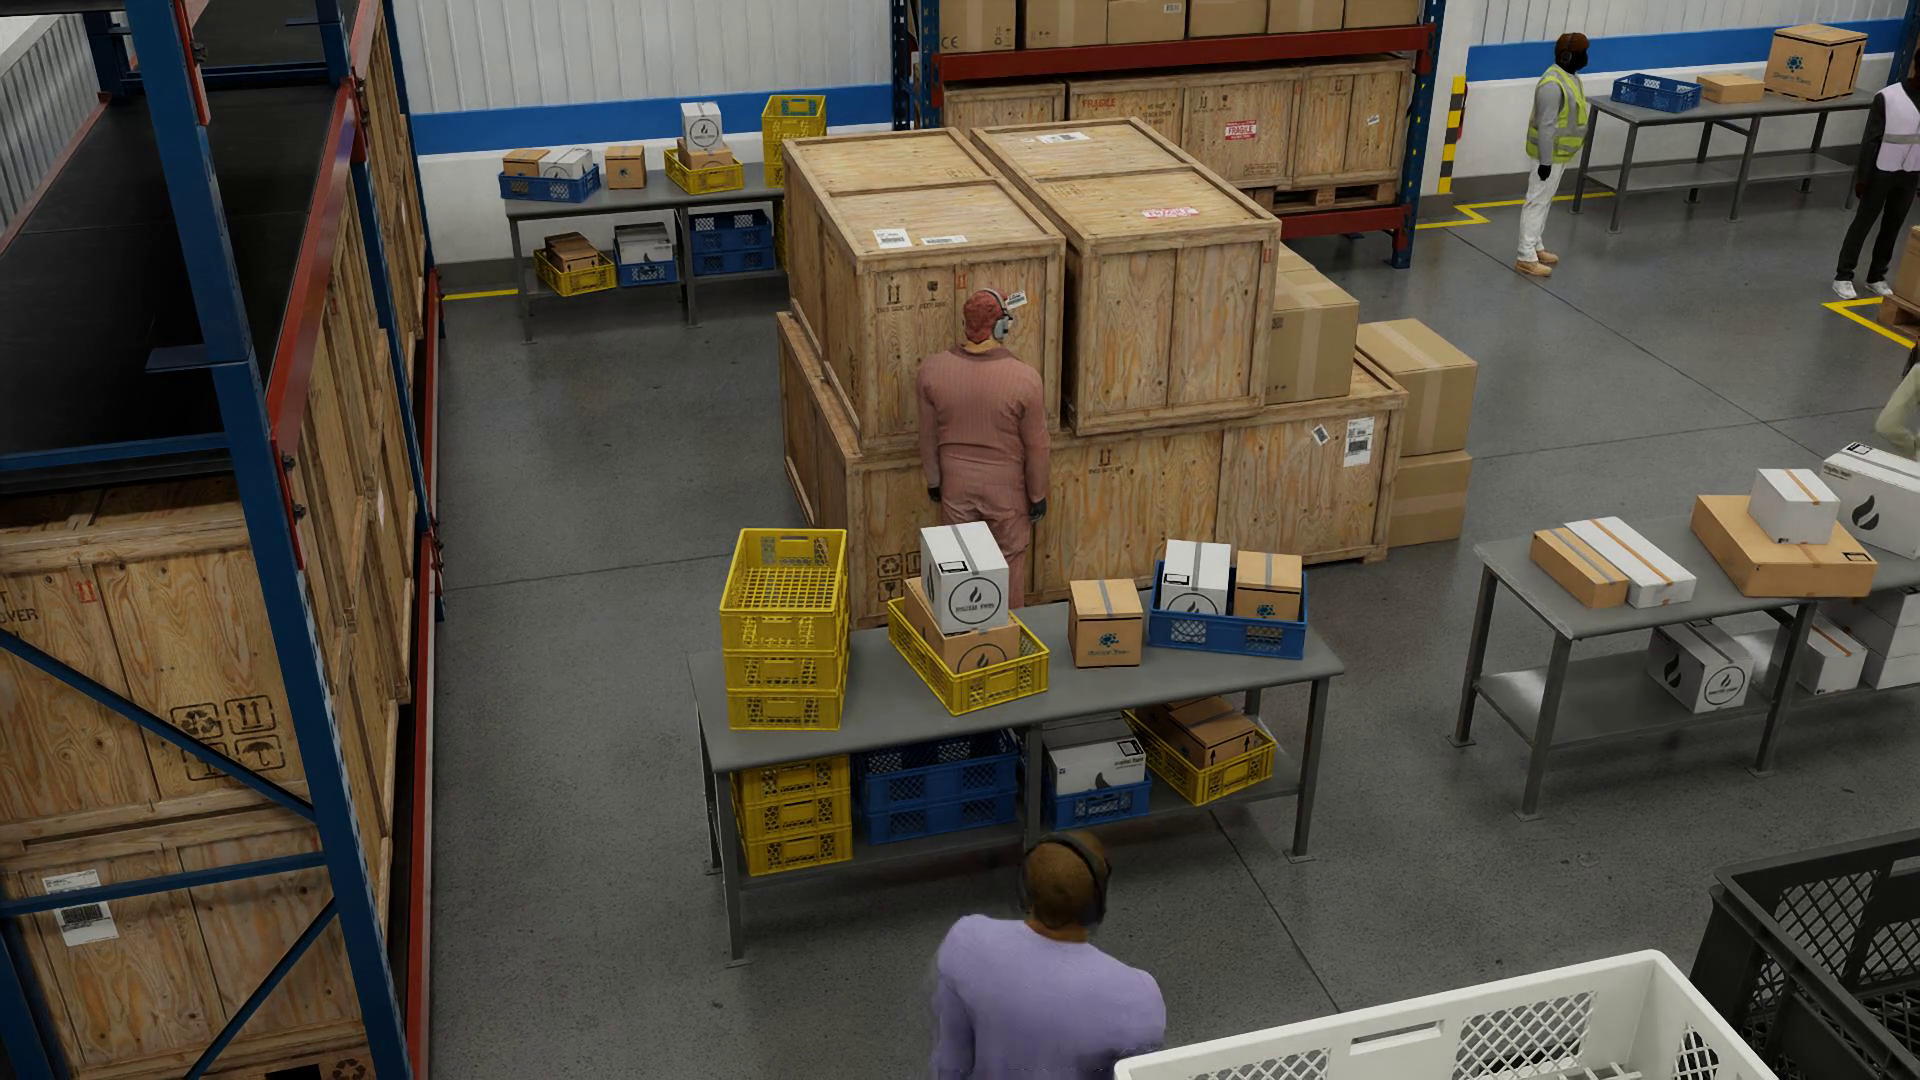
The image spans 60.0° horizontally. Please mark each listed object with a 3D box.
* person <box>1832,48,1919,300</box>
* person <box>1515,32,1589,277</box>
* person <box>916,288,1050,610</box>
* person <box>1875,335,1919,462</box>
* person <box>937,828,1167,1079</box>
[{"bbox_3d":[6.951,-2.740,12.380,0.592,1.909,0.384,-3,29,-5],"label":"person"},{"bbox_3d":[4.612,-3.000,12.918,0.429,1.845,0.621,15,32,25],"label":"person"},{"bbox_3d":[0.128,-0.283,7.927,0.638,1.902,0.406,10,31,18],"label":"person"},{"bbox_3d":[5.370,-0.894,9.080,0.410,1.852,0.620,-4,29,-8],"label":"person"},{"bbox_3d":[0.186,1.636,4.438,0.643,1.911,0.861,16,33,27],"label":"person"}]
